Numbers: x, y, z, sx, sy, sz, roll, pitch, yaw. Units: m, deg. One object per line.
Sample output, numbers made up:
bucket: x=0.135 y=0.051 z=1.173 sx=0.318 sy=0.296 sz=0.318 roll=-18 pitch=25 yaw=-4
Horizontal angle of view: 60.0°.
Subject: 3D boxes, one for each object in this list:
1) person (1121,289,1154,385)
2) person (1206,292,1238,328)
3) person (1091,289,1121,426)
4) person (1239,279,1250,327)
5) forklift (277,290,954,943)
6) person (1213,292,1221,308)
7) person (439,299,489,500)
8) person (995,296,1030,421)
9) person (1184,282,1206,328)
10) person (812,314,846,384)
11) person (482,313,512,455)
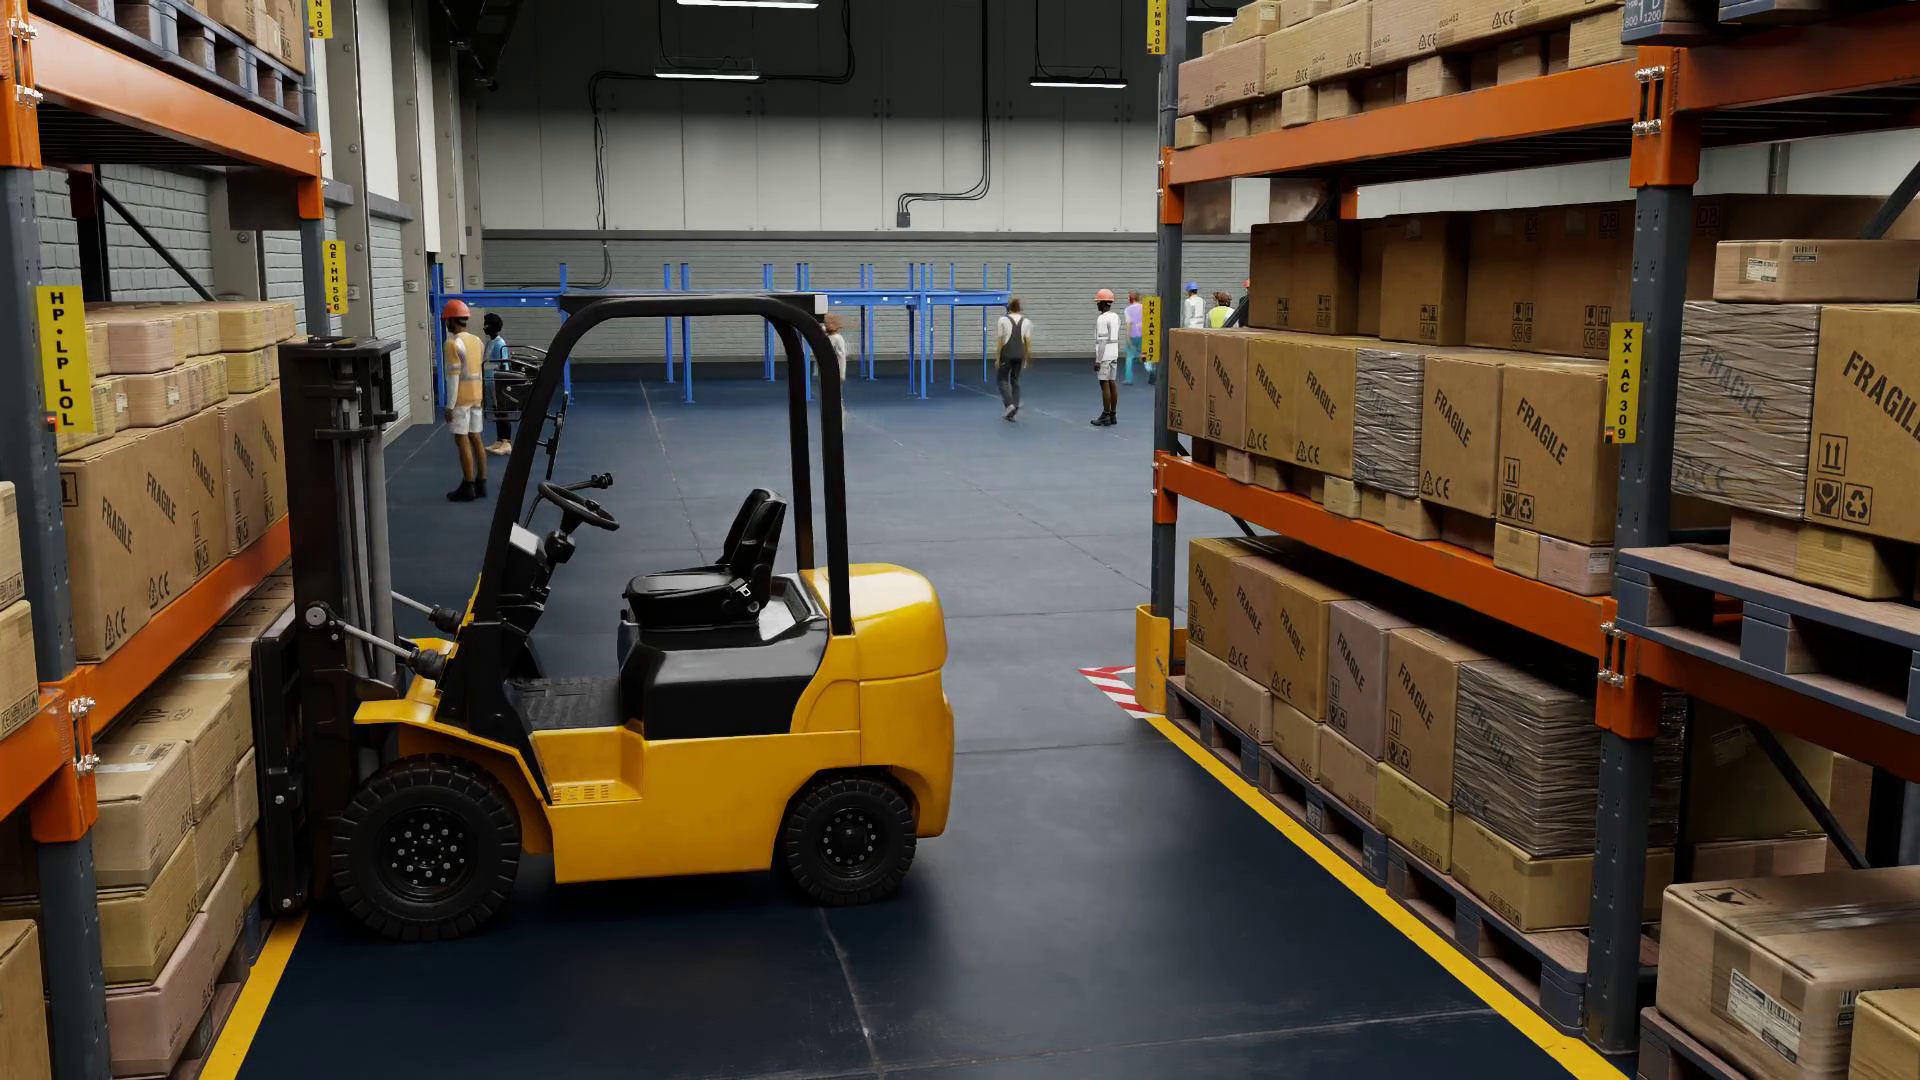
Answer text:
person: x=3.391 y=-3.856 z=31.686 sx=0.562 sy=1.830 sz=0.721 roll=-6 pitch=11 yaw=-31
person: x=4.410 y=-3.221 z=27.830 sx=0.430 sy=1.835 sz=0.619 roll=-9 pitch=13 yaw=-43
person: x=2.074 y=-2.619 z=23.819 sx=0.361 sy=1.940 sz=0.543 roll=5 pitch=11 yaw=30
person: x=6.213 y=-4.584 z=35.644 sx=0.612 sy=1.990 sz=0.392 roll=-4 pitch=10 yaw=-25
forklift: x=-1.179 y=0.175 z=6.143 sx=2.313 sy=2.155 sz=1.214 roll=-2 pitch=10 yaw=-12
person: x=6.380 y=-5.322 z=41.199 sx=0.311 sy=1.642 sz=0.512 roll=2 pitch=10 yaw=14
person: x=-4.850 y=-1.364 z=16.182 sx=0.378 sy=1.933 sz=0.552 roll=3 pitch=10 yaw=17
person: x=0.754 y=-2.665 z=24.440 sx=0.536 sy=1.828 sz=0.401 roll=-4 pitch=10 yaw=-22
person: x=4.925 y=-4.481 z=35.153 sx=0.616 sy=1.942 sz=0.408 roll=-9 pitch=13 yaw=-43
person: x=-1.778 y=-2.229 z=22.430 sx=0.437 sy=1.620 sz=0.506 roll=-6 pitch=11 yaw=-33
person: x=-5.598 y=-1.885 z=20.078 sx=0.321 sy=1.697 sz=0.529 roll=-5 pitch=11 yaw=-29
